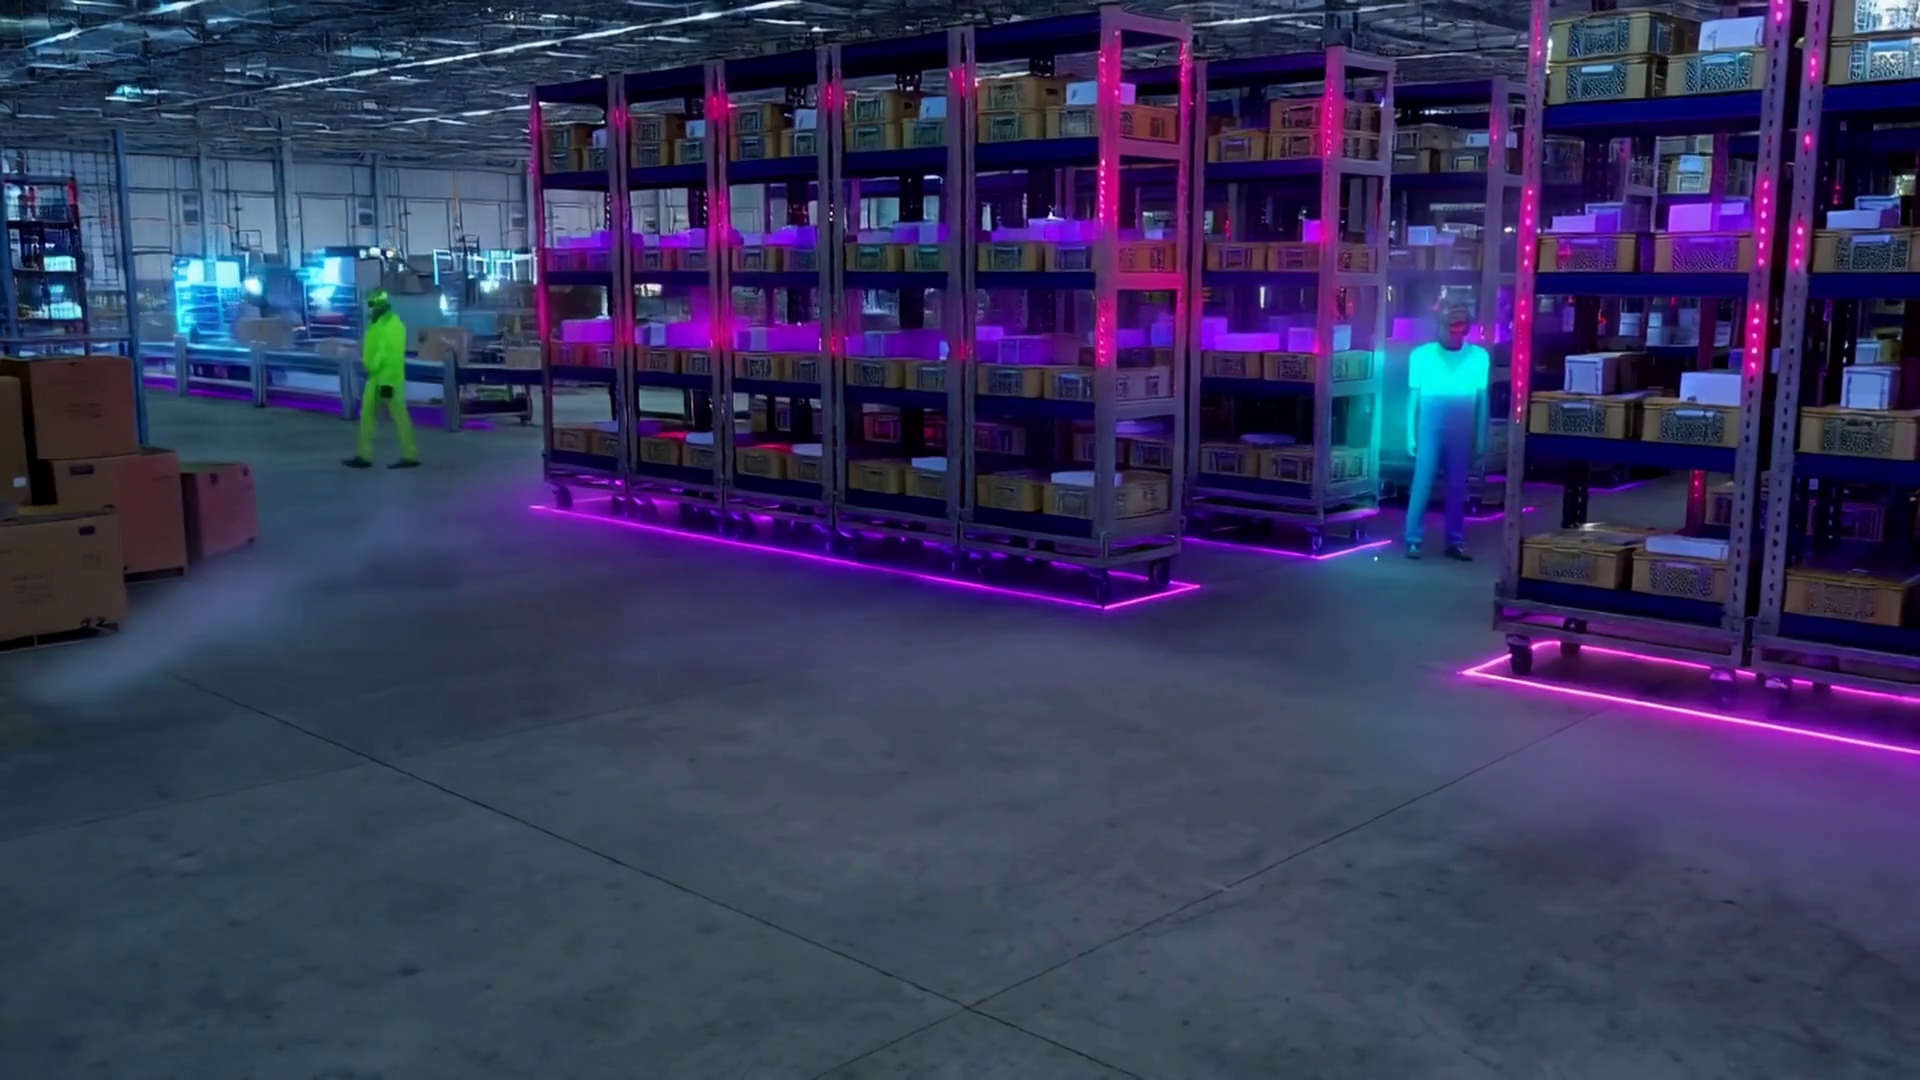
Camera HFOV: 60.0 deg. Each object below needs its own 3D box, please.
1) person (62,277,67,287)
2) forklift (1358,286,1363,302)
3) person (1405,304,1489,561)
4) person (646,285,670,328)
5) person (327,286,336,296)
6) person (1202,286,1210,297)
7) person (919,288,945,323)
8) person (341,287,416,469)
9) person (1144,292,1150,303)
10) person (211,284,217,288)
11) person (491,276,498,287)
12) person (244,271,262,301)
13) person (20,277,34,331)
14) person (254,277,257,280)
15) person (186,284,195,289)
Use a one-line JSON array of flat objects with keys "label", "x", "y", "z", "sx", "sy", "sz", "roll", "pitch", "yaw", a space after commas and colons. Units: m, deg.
[{"label": "person", "x": -39.730, "y": -10.878, "z": 73.814, "sx": 0.429, "sy": 1.846, "sz": 0.626, "roll": -7, "pitch": 12, "yaw": -38}, {"label": "forklift", "x": 11.100, "y": -7.017, "z": 46.970, "sx": 1.873, "sy": 2.768, "sz": 1.129, "roll": 9, "pitch": 13, "yaw": 43}, {"label": "person", "x": 3.441, "y": -0.753, "z": 11.795, "sx": 0.575, "sy": 1.831, "sz": 0.408, "roll": 0, "pitch": 9, "yaw": 0}, {"label": "person", "x": -6.749, "y": -4.848, "z": 37.104, "sx": 0.526, "sy": 1.756, "sz": 0.536, "roll": -4, "pitch": 10, "yaw": -22}, {"label": "person", "x": -23.946, "y": -9.217, "z": 63.686, "sx": 0.515, "sy": 1.834, "sz": 0.907, "roll": 4, "pitch": 10, "yaw": 25}, {"label": "person", "x": 8.256, "y": -7.989, "z": 56.031, "sx": 0.934, "sy": 1.875, "sz": 0.638, "roll": -8, "pitch": 12, "yaw": -39}, {"label": "person", "x": -0.463, "y": -2.669, "z": 23.567, "sx": 0.624, "sy": 1.807, "sz": 0.718, "roll": 8, "pitch": 12, "yaw": 41}, {"label": "person", "x": -6.010, "y": -1.646, "z": 17.088, "sx": 0.840, "sy": 1.873, "sz": 0.685, "roll": -9, "pitch": 13, "yaw": -42}, {"label": "person", "x": 7.036, "y": -9.024, "z": 62.888, "sx": 0.318, "sy": 1.699, "sz": 0.535, "roll": 1, "pitch": 9, "yaw": 3}, {"label": "person", "x": -36.906, "y": -12.210, "z": 82.465, "sx": 0.529, "sy": 1.683, "sz": 0.546, "roll": -4, "pitch": 10, "yaw": -21}, {"label": "person", "x": -21.970, "y": -11.615, "z": 78.637, "sx": 0.322, "sy": 1.742, "sz": 0.493, "roll": -8, "pitch": 12, "yaw": -40}, {"label": "person", "x": -26.898, "y": -9.233, "z": 63.280, "sx": 0.622, "sy": 1.986, "sz": 0.396, "roll": -3, "pitch": 10, "yaw": -20}, {"label": "person", "x": -25.916, "y": -6.500, "z": 46.398, "sx": 0.585, "sy": 2.023, "sz": 0.648, "roll": -2, "pitch": 9, "yaw": -11}, {"label": "person", "x": -27.522, "y": -9.371, "z": 64.848, "sx": 0.523, "sy": 1.758, "sz": 0.363, "roll": 9, "pitch": 13, "yaw": 43}, {"label": "person", "x": -35.322, "y": -11.305, "z": 76.252, "sx": 0.931, "sy": 1.907, "sz": 0.637, "roll": -1, "pitch": 9, "yaw": -7}]
